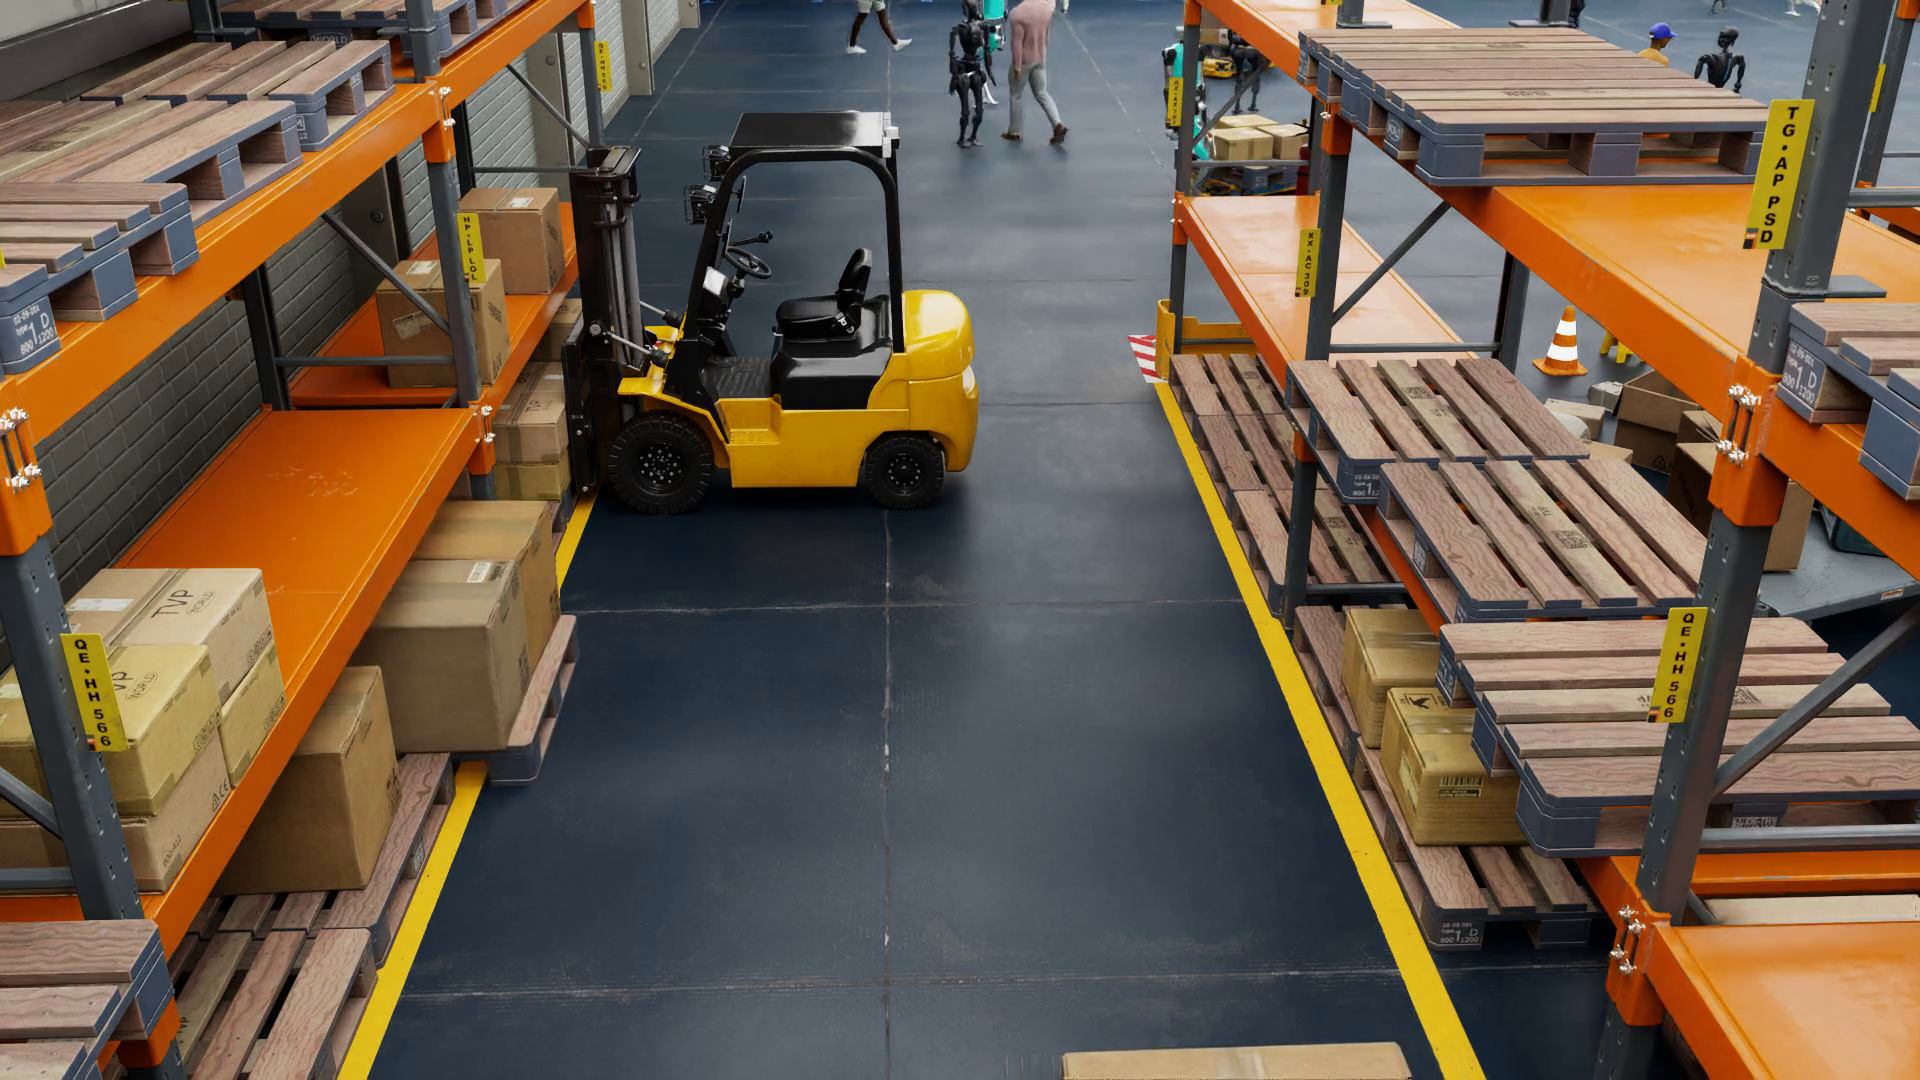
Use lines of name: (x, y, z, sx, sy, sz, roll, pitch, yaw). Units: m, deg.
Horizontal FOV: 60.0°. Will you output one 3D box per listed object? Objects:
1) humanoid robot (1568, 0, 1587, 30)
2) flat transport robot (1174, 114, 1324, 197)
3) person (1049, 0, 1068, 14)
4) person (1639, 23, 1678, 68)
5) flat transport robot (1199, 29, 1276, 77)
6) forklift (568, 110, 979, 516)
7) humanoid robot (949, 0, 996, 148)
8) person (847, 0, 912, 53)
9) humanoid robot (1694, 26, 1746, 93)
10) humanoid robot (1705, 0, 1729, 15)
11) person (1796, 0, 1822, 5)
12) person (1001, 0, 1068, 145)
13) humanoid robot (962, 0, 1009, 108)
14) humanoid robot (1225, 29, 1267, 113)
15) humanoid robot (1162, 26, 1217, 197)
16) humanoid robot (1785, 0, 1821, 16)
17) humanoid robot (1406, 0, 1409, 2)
humanoid robot: (7.899, -6.600, 21.693, 0.772, 1.634, 0.611, 15, 29, 29)
flat transport robot: (2.969, -3.683, 17.102, 1.431, 0.231, 0.659, -16, 30, -31)
person: (1.680, -10.011, 28.775, 0.562, 1.741, 0.336, -9, 27, -18)
person: (6.933, -4.335, 16.787, 0.368, 1.717, 0.459, -11, 28, -23)
flat transport robot: (3.909, -6.814, 23.733, 0.659, 0.231, 1.431, 22, 33, 39)
forklift: (-1.043, -1.379, 9.976, 2.313, 2.155, 1.214, -1, 25, -2)
humanoid robot: (0.128, -5.308, 18.901, 0.595, 1.647, 0.317, -16, 30, -30)
person: (-1.255, -8.214, 24.855, 1.022, 1.844, 0.564, 2, 25, 5)
humanoid robot: (7.629, -4.384, 16.946, 0.593, 1.648, 0.391, -4, 26, -8)
humanoid robot: (13.275, -9.966, 28.794, 0.684, 1.633, 0.611, -16, 29, -30)
person: (15.371, -10.566, 29.782, 0.543, 1.890, 0.385, 22, 33, 39)
person: (0.827, -5.444, 18.935, 0.652, 1.907, 0.910, -19, 31, -35)
humanoid robot: (0.259, -6.351, 21.015, 0.537, 1.776, 0.689, -21, 33, -37)
humanoid robot: (3.566, -6.143, 20.662, 0.589, 1.657, 0.333, 14, 29, 27)
humanoid robot: (2.319, -4.001, 16.112, 0.546, 1.824, 0.763, -19, 32, -35)
humanoid robot: (14.329, -9.611, 27.948, 0.561, 1.734, 1.024, -16, 30, -31)
humanoid robot: (7.759, -10.197, 29.305, 0.585, 1.642, 0.746, -5, 26, -11)
